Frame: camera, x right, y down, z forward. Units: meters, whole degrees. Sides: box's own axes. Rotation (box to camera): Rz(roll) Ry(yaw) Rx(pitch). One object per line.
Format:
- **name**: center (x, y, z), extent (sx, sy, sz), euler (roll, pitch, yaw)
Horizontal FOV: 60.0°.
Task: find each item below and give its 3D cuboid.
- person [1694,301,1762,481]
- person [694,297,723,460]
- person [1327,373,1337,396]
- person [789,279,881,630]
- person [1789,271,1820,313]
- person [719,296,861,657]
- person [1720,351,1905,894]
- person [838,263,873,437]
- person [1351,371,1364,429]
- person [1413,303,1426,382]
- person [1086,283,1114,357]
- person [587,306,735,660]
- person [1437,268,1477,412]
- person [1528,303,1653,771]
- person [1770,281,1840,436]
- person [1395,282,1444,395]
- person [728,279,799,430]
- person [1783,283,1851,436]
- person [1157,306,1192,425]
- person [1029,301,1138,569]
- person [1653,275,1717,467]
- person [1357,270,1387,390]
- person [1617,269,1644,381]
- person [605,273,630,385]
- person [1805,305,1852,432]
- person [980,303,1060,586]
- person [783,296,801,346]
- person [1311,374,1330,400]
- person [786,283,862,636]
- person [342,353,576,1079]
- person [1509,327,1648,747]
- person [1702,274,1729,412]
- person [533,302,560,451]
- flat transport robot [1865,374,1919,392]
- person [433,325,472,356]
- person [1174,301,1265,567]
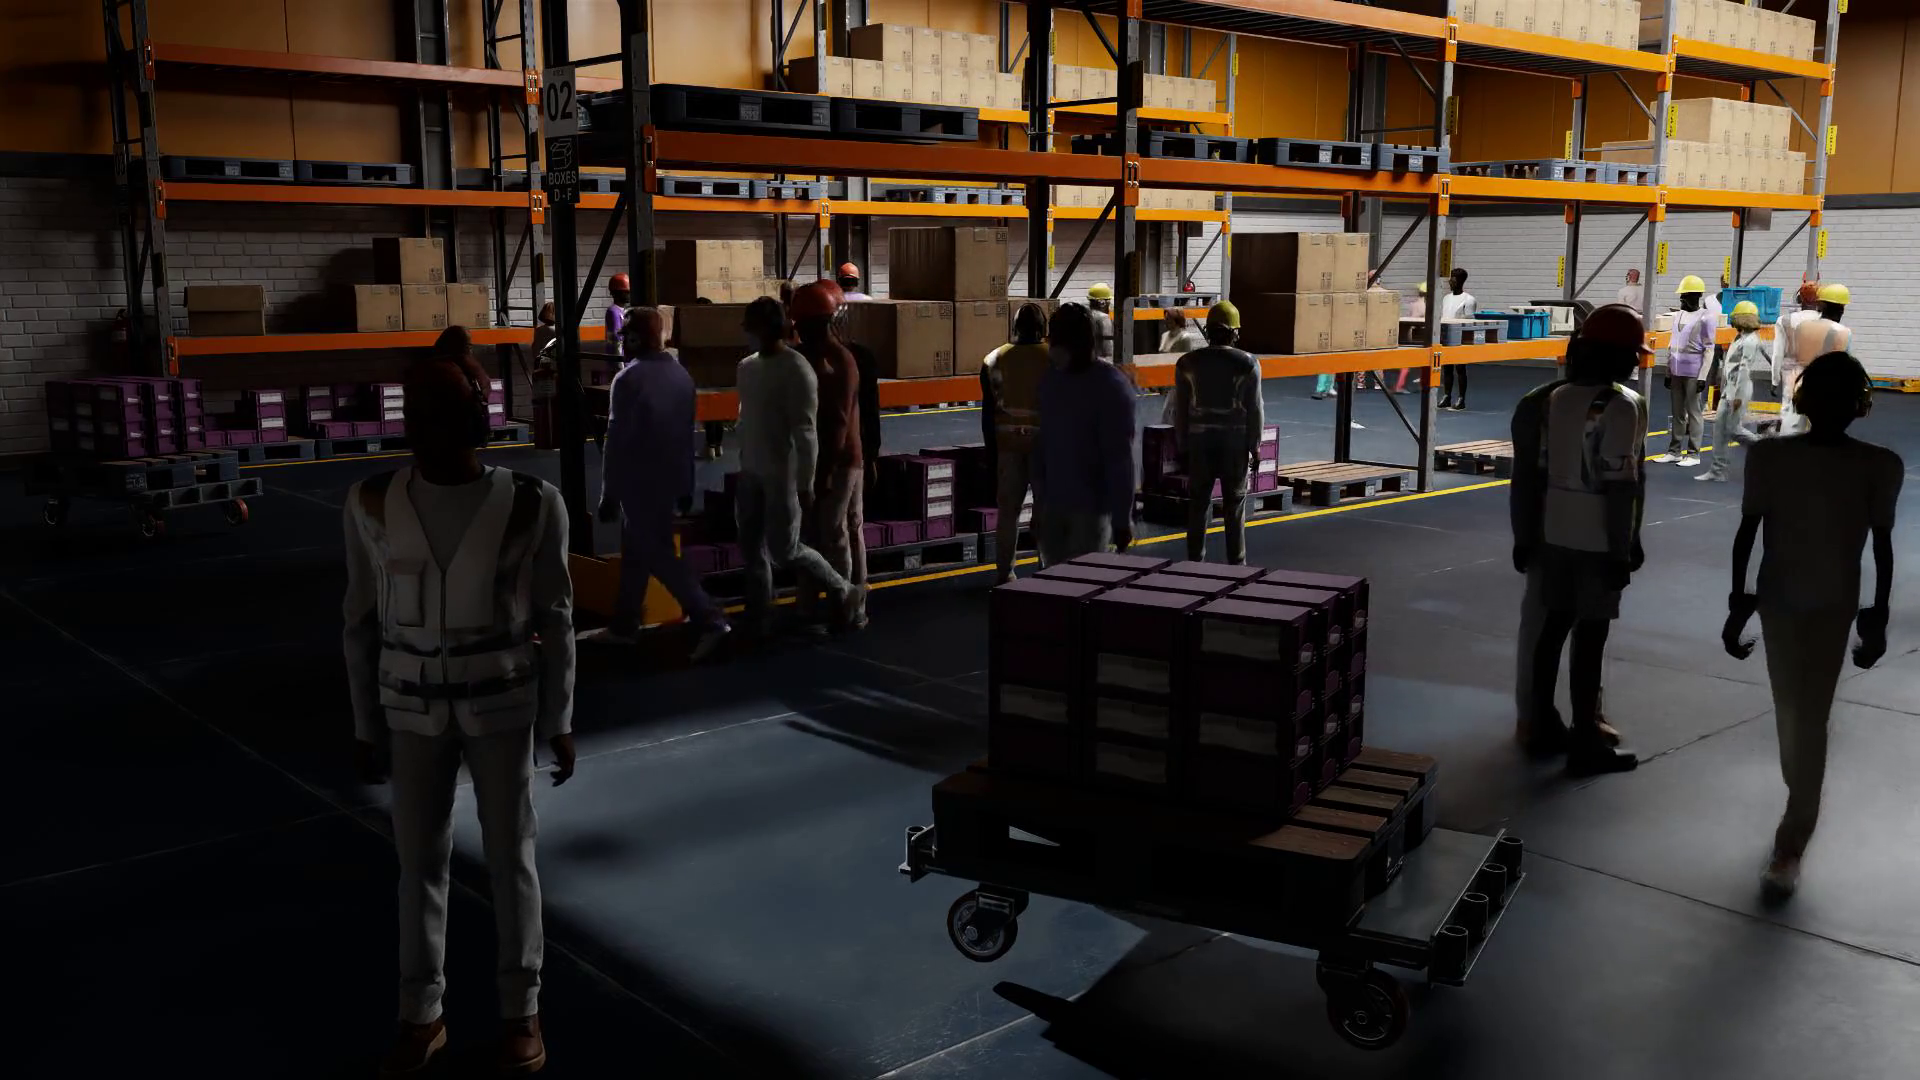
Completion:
- **person**: center (7.324, -1.381, 15.597), extent (0.656, 1.710, 0.499), euler (2, 10, 11)
- **person**: center (-2.657, -1.689, 17.430), extent (0.321, 1.697, 0.529), euler (2, 10, 14)
- **person**: center (5.761, -3.110, 25.351), extent (0.517, 1.837, 0.618), euler (-3, 10, -16)
- **person**: center (-0.753, -0.467, 9.409), extent (0.612, 1.995, 0.382), euler (-2, 10, -11)
- **person**: center (12.765, -3.114, 25.058), extent (0.545, 1.942, 0.348), euler (9, 13, 43)
- **person**: center (-0.943, -0.344, 8.913), extent (0.730, 1.920, 0.640), euler (-8, 13, -39)
- **person**: center (2.961, 0.246, 5.786), extent (0.486, 1.816, 1.027), euler (8, 12, 37)
- **person**: center (-1.301, -2.222, 19.542), extent (0.607, 2.044, 0.377), euler (-3, 10, -14)
- **person**: center (4.861, -2.193, 20.561), extent (0.280, 1.636, 0.500), euler (1, 10, 3)
- **person**: center (7.821, -3.440, 27.855), extent (0.311, 1.639, 0.521), euler (-1, 10, -8)
- **person**: center (1.503, -1.873, 18.110), extent (0.400, 1.835, 0.589), euler (-5, 11, -28)
- **person**: center (-1.606, -0.298, 8.797), extent (0.945, 1.871, 0.654), euler (3, 10, 19)
- **person**: center (6.796, -2.749, 22.851), extent (0.367, 1.966, 0.607), euler (-5, 11, -26)
- **person**: center (2.635, -0.014, 6.944), extent (0.385, 1.929, 0.547), euler (-3, 10, -15)
- **person**: center (8.096, -1.530, 15.960), extent (0.573, 1.883, 0.355), euler (5, 11, 27)
- **person**: center (7.103, -3.087, 25.551), extent (0.921, 1.711, 0.550), euler (-2, 10, -12)
- **person**: center (-2.246, -2.144, 19.659), extent (1.057, 1.870, 0.641), euler (-3, 10, -18)
- **person**: center (7.602, -1.342, 14.850), extent (0.898, 1.892, 0.590), euler (-4, 10, -22)
- **person**: center (2.287, -1.640, 17.389), extent (0.723, 1.612, 0.525), euler (-4, 10, -22)
- **person**: center (0.598, -0.144, 7.731), extent (0.512, 1.919, 0.620), euler (-6, 12, -33)
- **person**: center (7.375, -1.709, 16.876), extent (0.366, 1.927, 0.588), euler (-3, 10, -17)
- **person**: center (6.562, -3.330, 26.430), extent (0.643, 1.909, 0.410), euler (7, 12, 35)
- **person**: center (11.390, -3.649, 28.298), extent (0.640, 1.909, 0.409), euler (-3, 10, -18)
- **person**: center (-3.633, -1.889, 17.901), extent (0.354, 1.939, 0.544), euler (-1, 10, -7)
- **person**: center (9.415, -1.784, 18.153), extent (0.514, 1.642, 0.311), euler (9, 13, 44)
- **person**: center (0.445, -0.580, 10.563), extent (0.619, 1.836, 0.430), euler (3, 10, 18)
- **person**: center (-1.897, -1.894, 18.668), extent (0.321, 1.689, 0.538), euler (-7, 12, -35)
- **person**: center (5.387, -2.949, 24.776), extent (0.529, 1.707, 0.922), euler (6, 11, 32)
- **person**: center (-0.763, -0.439, 9.294), extent (0.434, 1.973, 0.620), euler (-6, 11, -32)
- **person**: center (-1.283, 0.463, 4.292), extent (0.575, 1.883, 0.362), euler (-1, 10, -4)
- **person**: center (2.685, -0.013, 7.205), extent (0.633, 1.839, 0.429), euler (-2, 10, -10)
- **person**: center (10.440, -2.695, 22.739), extent (0.615, 1.915, 0.489), euler (5, 11, 26)
- **person**: center (-4.476, -1.786, 18.220), extent (0.493, 1.626, 0.283), euler (8, 13, 39)
- **flat transport robot**: center (14.769, -2.486, 26.268), extent (0.652, 0.197, 1.431), euler (-3, 10, -15)
- **person**: center (-3.605, -0.716, 11.955), extent (0.280, 1.622, 0.498), euler (-6, 12, -33)
- **person**: center (1.703, -0.644, 10.916), extent (0.594, 1.832, 0.404), euler (4, 10, 21)
